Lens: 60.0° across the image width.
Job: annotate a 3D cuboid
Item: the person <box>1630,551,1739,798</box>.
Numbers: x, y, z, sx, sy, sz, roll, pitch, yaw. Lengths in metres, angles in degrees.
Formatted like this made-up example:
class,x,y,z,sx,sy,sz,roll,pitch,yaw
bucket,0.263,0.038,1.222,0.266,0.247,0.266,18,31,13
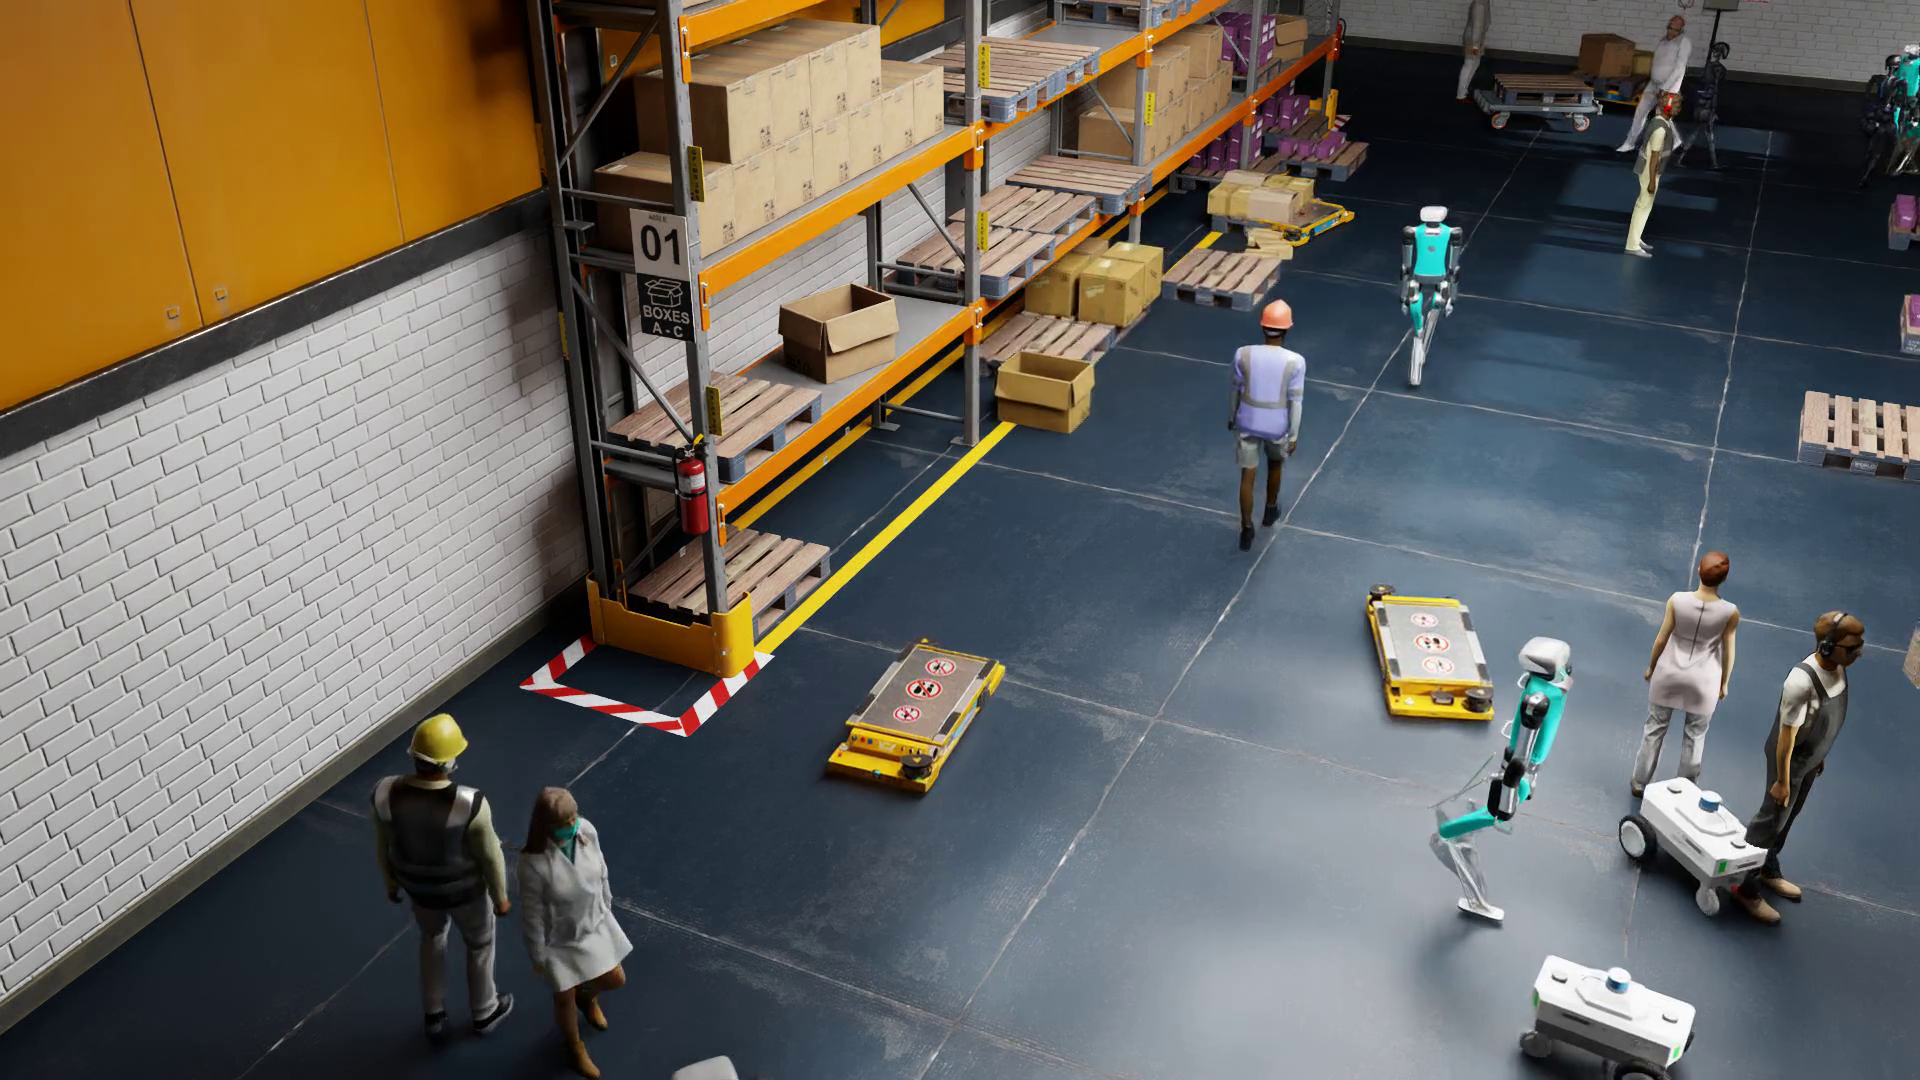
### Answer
class,x,y,z,sx,sy,sz,roll,pitch,yaw
person,4.261,0.814,9.750,0.461,1.659,0.269,13,31,23

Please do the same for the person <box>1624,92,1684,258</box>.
class,x,y,z,sx,sy,sz,roll,pitch,yaw
person,7.768,-4.119,18.717,0.380,1.836,0.561,11,30,19

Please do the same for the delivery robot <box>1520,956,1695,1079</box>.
class,x,y,z,sx,sy,sz,roll,pitch,yaw
delivery robot,3.165,2.340,8.078,0.773,0.586,0.499,16,32,27

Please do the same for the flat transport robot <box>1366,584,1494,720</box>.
class,x,y,z,sx,sy,sz,roll,pitch,yaw
flat transport robot,3.185,0.751,11.336,0.659,0.231,1.431,3,28,5

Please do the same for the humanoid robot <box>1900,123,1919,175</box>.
class,x,y,z,sx,sy,sz,roll,pitch,yaw
humanoid robot,12.474,-5.568,21.502,0.692,1.797,0.547,6,29,11

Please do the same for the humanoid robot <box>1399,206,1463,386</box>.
class,x,y,z,sx,sy,sz,roll,pitch,yaw
humanoid robot,4.354,-2.318,15.523,0.564,1.746,1.062,8,29,14

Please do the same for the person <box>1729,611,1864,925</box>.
class,x,y,z,sx,sy,sz,roll,pitch,yaw
person,4.473,1.192,8.858,0.507,1.847,0.346,-24,36,-37

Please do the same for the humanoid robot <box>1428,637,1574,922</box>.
class,x,y,z,sx,sy,sz,roll,pitch,yaw
humanoid robot,2.786,1.304,8.833,0.651,1.867,0.540,17,33,28

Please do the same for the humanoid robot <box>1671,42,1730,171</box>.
class,x,y,z,sx,sy,sz,roll,pitch,yaw
humanoid robot,9.846,-5.680,21.807,0.683,1.638,0.600,6,29,10

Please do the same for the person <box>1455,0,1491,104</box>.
class,x,y,z,sx,sy,sz,roll,pitch,yaw
person,7.737,-7.497,24.995,0.376,1.821,0.598,9,30,16

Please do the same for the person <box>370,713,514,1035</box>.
class,x,y,z,sx,sy,sz,roll,pitch,yaw
person,-2.487,1.652,8.049,0.625,1.801,0.467,4,29,8

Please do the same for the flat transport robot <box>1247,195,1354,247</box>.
class,x,y,z,sx,sy,sz,roll,pitch,yaw
flat transport robot,4.059,-3.791,19.758,0.659,0.231,1.431,21,35,34

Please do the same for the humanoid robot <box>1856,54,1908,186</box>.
class,x,y,z,sx,sy,sz,roll,pitch,yaw
humanoid robot,11.738,-5.345,21.174,0.611,1.637,0.583,-19,34,-31

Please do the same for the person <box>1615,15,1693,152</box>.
class,x,y,z,sx,sy,sz,roll,pitch,yaw
person,9.478,-6.108,22.386,0.744,1.857,0.652,-10,30,-18

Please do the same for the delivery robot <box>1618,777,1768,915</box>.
class,x,y,z,sx,sy,sz,roll,pitch,yaw
delivery robot,4.138,1.674,9.343,0.499,0.614,0.812,-9,30,-16

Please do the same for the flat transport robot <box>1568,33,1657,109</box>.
class,x,y,z,sx,sy,sz,roll,pitch,yaw
flat transport robot,10.002,-6.815,25.365,1.431,0.231,0.659,22,35,35

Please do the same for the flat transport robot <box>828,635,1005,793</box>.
class,x,y,z,sx,sy,sz,roll,pitch,yaw
flat transport robot,-0.253,1.093,10.701,0.659,0.231,1.431,10,30,19

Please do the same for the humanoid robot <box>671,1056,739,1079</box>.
class,x,y,z,sx,sy,sz,roll,pitch,yaw
humanoid robot,-1.004,2.555,6.470,0.543,1.732,1.050,-16,32,-28

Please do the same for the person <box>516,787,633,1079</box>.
class,x,y,z,sx,sy,sz,roll,pitch,yaw
person,-1.831,1.853,7.840,0.497,1.650,0.391,-25,37,-38

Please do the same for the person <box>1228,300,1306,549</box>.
class,x,y,z,sx,sy,sz,roll,pitch,yaw
person,2.327,-0.926,12.717,0.563,1.901,0.838,7,29,13

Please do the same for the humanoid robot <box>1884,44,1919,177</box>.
class,x,y,z,sx,sy,sz,roll,pitch,yaw
humanoid robot,12.224,-5.452,21.376,0.794,1.848,0.550,-12,31,-22
